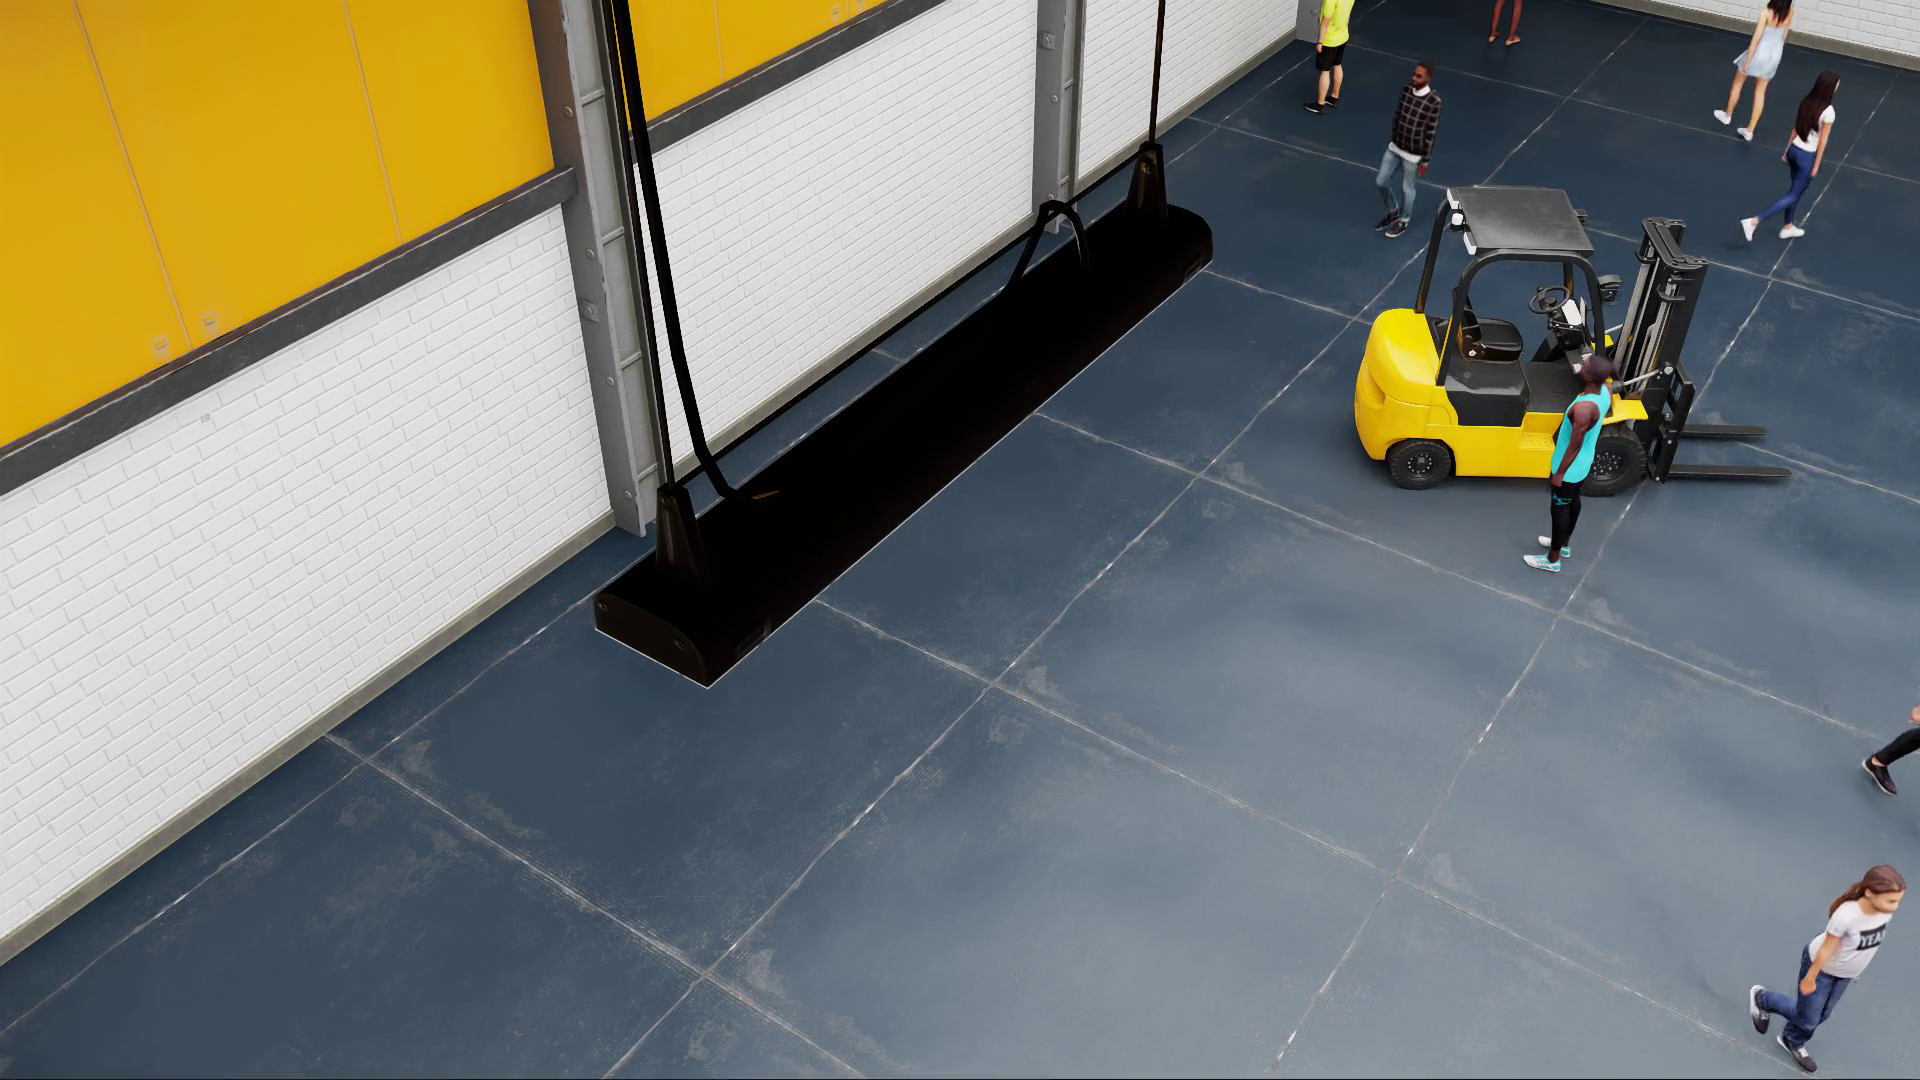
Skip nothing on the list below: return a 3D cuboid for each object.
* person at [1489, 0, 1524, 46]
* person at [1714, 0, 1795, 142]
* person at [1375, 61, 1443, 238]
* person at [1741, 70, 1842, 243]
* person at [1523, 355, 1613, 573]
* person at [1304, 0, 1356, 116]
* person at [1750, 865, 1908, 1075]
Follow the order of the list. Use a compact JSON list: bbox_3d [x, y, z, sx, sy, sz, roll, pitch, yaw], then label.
[{"bbox_3d":[6.731,-6.883,20.132,0.607,1.721,0.483,24,44,27],"label":"person"},{"bbox_3d":[8.721,-5.157,17.980,0.919,1.708,0.984,-6,39,-7],"label":"person"},{"bbox_3d":[4.445,-3.832,16.241,0.734,1.808,0.776,-27,46,-30],"label":"person"},{"bbox_3d":[8.064,-3.661,16.073,1.105,1.752,1.021,-8,39,-10],"label":"person"},{"bbox_3d":[4.485,-0.559,12.141,0.687,1.810,0.477,27,46,29],"label":"person"},{"bbox_3d":[4.183,-5.633,18.579,0.534,1.705,0.719,-30,47,-32],"label":"person"},{"bbox_3d":[4.602,2.218,8.873,0.754,1.551,0.795,-12,40,-14],"label":"person"}]
